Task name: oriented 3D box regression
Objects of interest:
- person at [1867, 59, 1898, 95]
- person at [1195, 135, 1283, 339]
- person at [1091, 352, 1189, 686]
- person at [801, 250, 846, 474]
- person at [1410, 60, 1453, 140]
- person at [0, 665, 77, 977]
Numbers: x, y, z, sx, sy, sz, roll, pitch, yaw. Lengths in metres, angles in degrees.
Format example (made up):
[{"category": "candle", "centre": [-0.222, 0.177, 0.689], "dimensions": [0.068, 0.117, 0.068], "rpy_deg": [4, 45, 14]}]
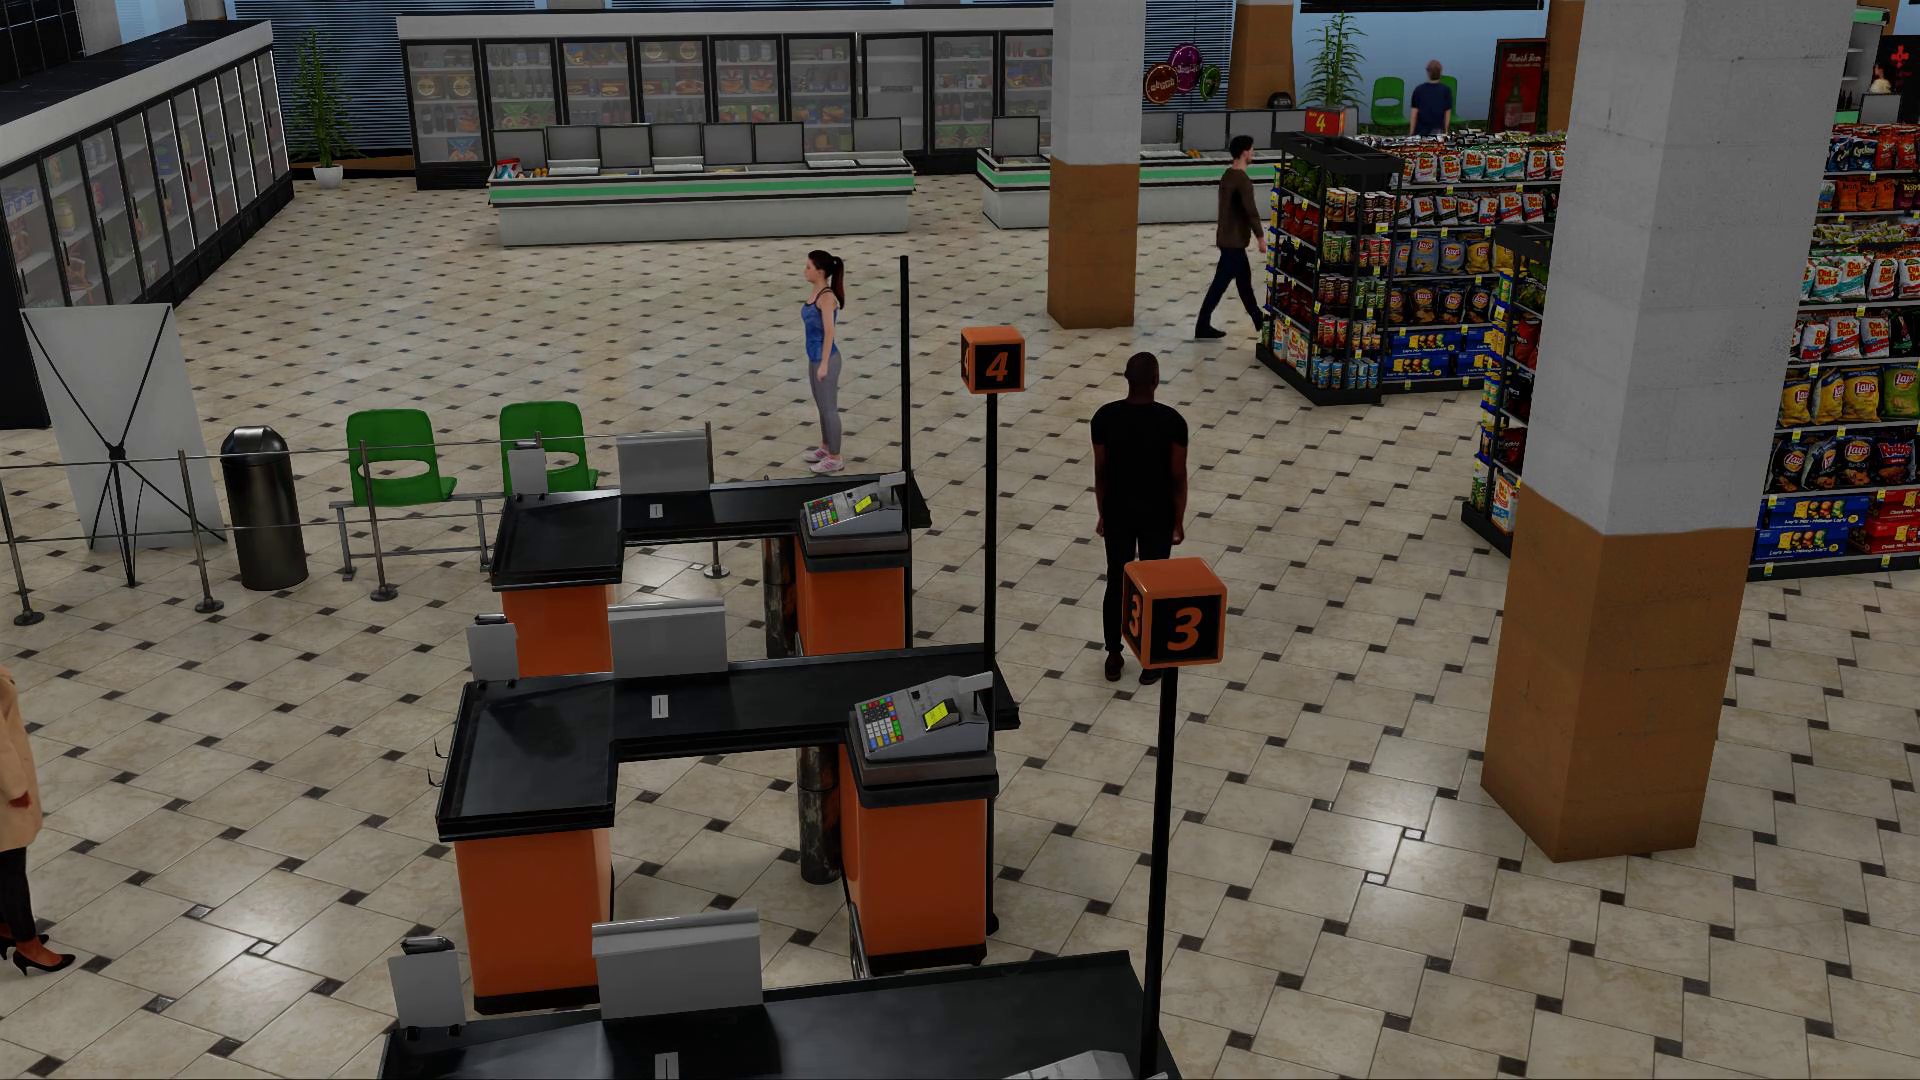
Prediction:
[{"category": "person", "centre": [13.123, -5.989, 23.671], "dimensions": [0.812, 1.617, 0.853], "rpy_deg": [-14, 26, -30]}, {"category": "person", "centre": [2.424, -2.720, 15.240], "dimensions": [1.114, 1.836, 0.683], "rpy_deg": [-3, 22, -7]}, {"category": "person", "centre": [0.937, -0.108, 8.764], "dimensions": [0.679, 1.820, 0.810], "rpy_deg": [7, 23, 17]}, {"category": "person", "centre": [-0.984, -1.293, 11.993], "dimensions": [0.542, 1.610, 0.566], "rpy_deg": [-5, 22, -12]}, {"category": "person", "centre": [6.014, -5.139, 21.288], "dimensions": [1.220, 1.816, 1.072], "rpy_deg": [6, 23, 15]}, {"category": "person", "centre": [-3.753, 0.912, 6.410], "dimensions": [0.737, 1.682, 0.720], "rpy_deg": [-20, 30, -41]}]
